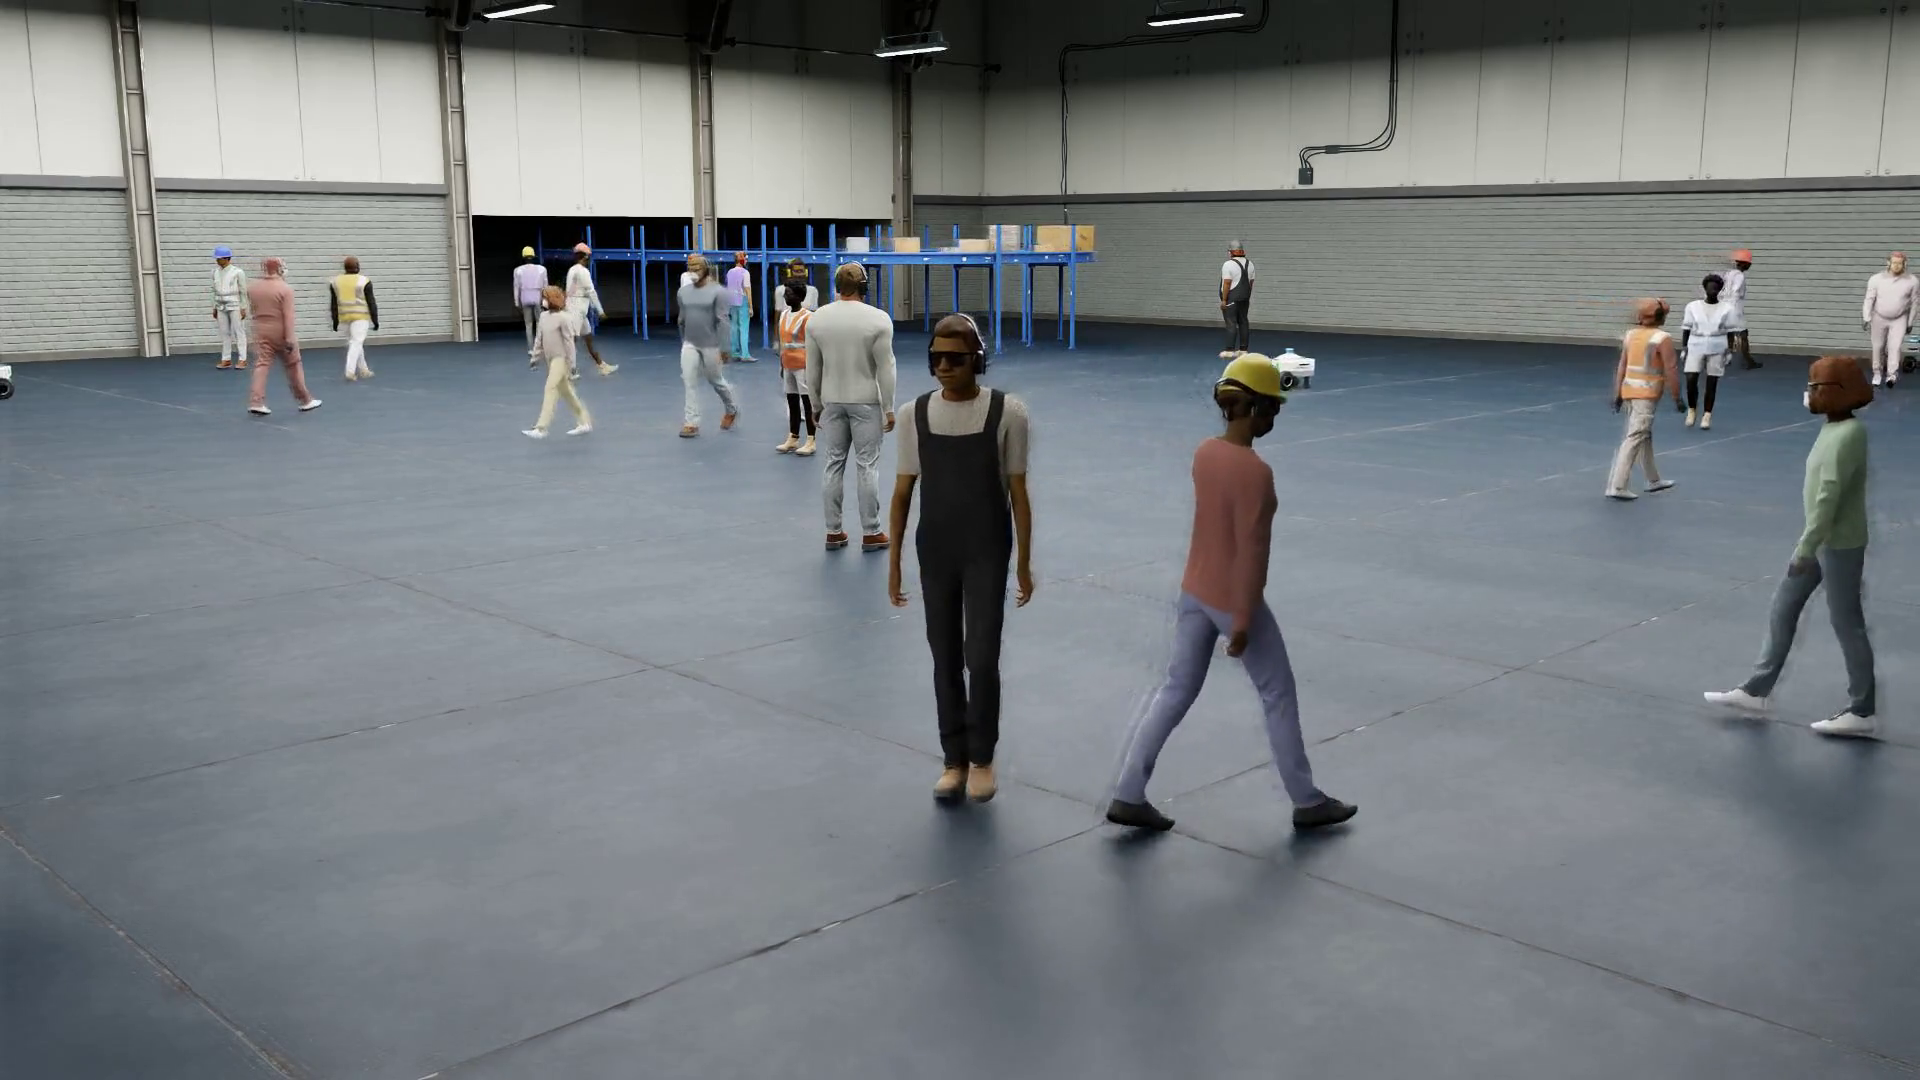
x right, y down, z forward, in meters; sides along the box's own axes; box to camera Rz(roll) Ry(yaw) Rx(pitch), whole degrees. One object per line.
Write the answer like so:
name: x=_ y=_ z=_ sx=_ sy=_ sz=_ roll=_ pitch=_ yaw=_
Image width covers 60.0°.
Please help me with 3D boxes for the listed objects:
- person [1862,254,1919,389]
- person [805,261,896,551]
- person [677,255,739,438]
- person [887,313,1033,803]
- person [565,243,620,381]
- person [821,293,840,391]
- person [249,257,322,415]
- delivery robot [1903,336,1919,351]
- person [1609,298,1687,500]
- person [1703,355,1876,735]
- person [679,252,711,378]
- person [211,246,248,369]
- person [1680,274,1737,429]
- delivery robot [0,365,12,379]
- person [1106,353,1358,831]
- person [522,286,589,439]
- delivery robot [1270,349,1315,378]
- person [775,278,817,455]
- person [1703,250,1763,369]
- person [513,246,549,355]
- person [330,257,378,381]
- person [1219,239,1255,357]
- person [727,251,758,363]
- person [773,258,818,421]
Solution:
person: x=12.975 y=-3.057 z=23.220 sx=0.657 sy=1.853 sz=1.021 roll=6 pitch=12 yaw=29
person: x=-0.726 y=-0.903 z=11.230 sx=0.637 sy=1.938 sz=0.357 roll=3 pitch=11 yaw=18
person: x=-2.702 y=-2.083 z=17.766 sx=0.638 sy=1.911 sz=0.925 roll=4 pitch=11 yaw=22
person: x=-0.012 y=0.085 z=6.145 sx=0.536 sy=1.825 sz=0.498 roll=3 pitch=11 yaw=15
person: x=-5.468 y=-3.333 z=24.343 sx=1.001 sy=1.978 sz=0.643 roll=-5 pitch=12 yaw=-26
person: x=-1.530 y=-2.635 z=21.217 sx=0.565 sy=1.750 sz=0.528 roll=-3 pitch=11 yaw=-14
person: x=-8.137 y=-2.438 z=19.831 sx=0.651 sy=1.858 sz=0.987 roll=3 pitch=11 yaw=18
delivery robot: x=14.876 y=-3.067 z=25.959 sx=0.698 sy=0.223 sz=0.335 roll=-2 pitch=11 yaw=-11
person: x=5.579 y=-1.132 z=13.392 sx=0.806 sy=1.606 sz=0.527 roll=-3 pitch=11 yaw=-14
person: x=3.588 y=0.025 z=7.077 sx=0.755 sy=1.603 sz=0.517 roll=3 pitch=11 yaw=18
person: x=-3.893 y=-3.347 z=24.774 sx=0.620 sy=1.863 sz=0.612 roll=8 pitch=13 yaw=38
person: x=-11.600 y=-3.685 z=26.394 sx=0.606 sy=1.940 sz=0.408 roll=2 pitch=11 yaw=13
person: x=8.138 y=-2.041 z=18.108 sx=0.552 sy=1.680 sz=0.498 roll=5 pitch=11 yaw=24
delivery robot: x=-12.777 y=-2.154 z=21.689 sx=0.707 sy=0.478 sz=0.477 roll=-6 pitch=12 yaw=-29
person: x=0.938 y=0.199 z=5.870 sx=0.904 sy=1.714 sz=0.516 roll=-4 pitch=11 yaw=-22
person: x=-4.262 y=-1.871 z=17.476 sx=0.871 sy=1.587 sz=0.503 roll=-9 pitch=14 yaw=-41
delivery robot: x=4.581 y=-2.412 z=23.098 sx=0.707 sy=0.478 sz=0.477 roll=-6 pitch=12 yaw=-28
person: x=-1.571 y=-1.677 z=16.108 sx=0.322 sy=1.697 sz=0.535 roll=-9 pitch=14 yaw=-40
person: x=12.299 y=-3.681 z=26.549 sx=1.025 sy=1.888 sz=0.547 roll=1 pitch=10 yaw=4
person: x=-7.596 y=-4.240 z=29.485 sx=0.618 sy=1.913 sz=0.413 roll=-4 pitch=11 yaw=-19
person: x=-8.885 y=-3.245 z=24.403 sx=0.635 sy=1.798 sz=0.978 roll=2 pitch=11 yaw=9
person: x=4.785 y=-4.207 z=29.085 sx=0.685 sy=2.000 sz=0.535 roll=-7 pitch=13 yaw=-34
person: x=-3.681 y=-3.904 z=27.848 sx=0.566 sy=1.846 sz=0.389 roll=10 pitch=14 yaw=43
person: x=-1.813 y=-2.262 z=18.867 sx=0.554 sy=1.853 sz=0.641 roll=-4 pitch=11 yaw=-21
